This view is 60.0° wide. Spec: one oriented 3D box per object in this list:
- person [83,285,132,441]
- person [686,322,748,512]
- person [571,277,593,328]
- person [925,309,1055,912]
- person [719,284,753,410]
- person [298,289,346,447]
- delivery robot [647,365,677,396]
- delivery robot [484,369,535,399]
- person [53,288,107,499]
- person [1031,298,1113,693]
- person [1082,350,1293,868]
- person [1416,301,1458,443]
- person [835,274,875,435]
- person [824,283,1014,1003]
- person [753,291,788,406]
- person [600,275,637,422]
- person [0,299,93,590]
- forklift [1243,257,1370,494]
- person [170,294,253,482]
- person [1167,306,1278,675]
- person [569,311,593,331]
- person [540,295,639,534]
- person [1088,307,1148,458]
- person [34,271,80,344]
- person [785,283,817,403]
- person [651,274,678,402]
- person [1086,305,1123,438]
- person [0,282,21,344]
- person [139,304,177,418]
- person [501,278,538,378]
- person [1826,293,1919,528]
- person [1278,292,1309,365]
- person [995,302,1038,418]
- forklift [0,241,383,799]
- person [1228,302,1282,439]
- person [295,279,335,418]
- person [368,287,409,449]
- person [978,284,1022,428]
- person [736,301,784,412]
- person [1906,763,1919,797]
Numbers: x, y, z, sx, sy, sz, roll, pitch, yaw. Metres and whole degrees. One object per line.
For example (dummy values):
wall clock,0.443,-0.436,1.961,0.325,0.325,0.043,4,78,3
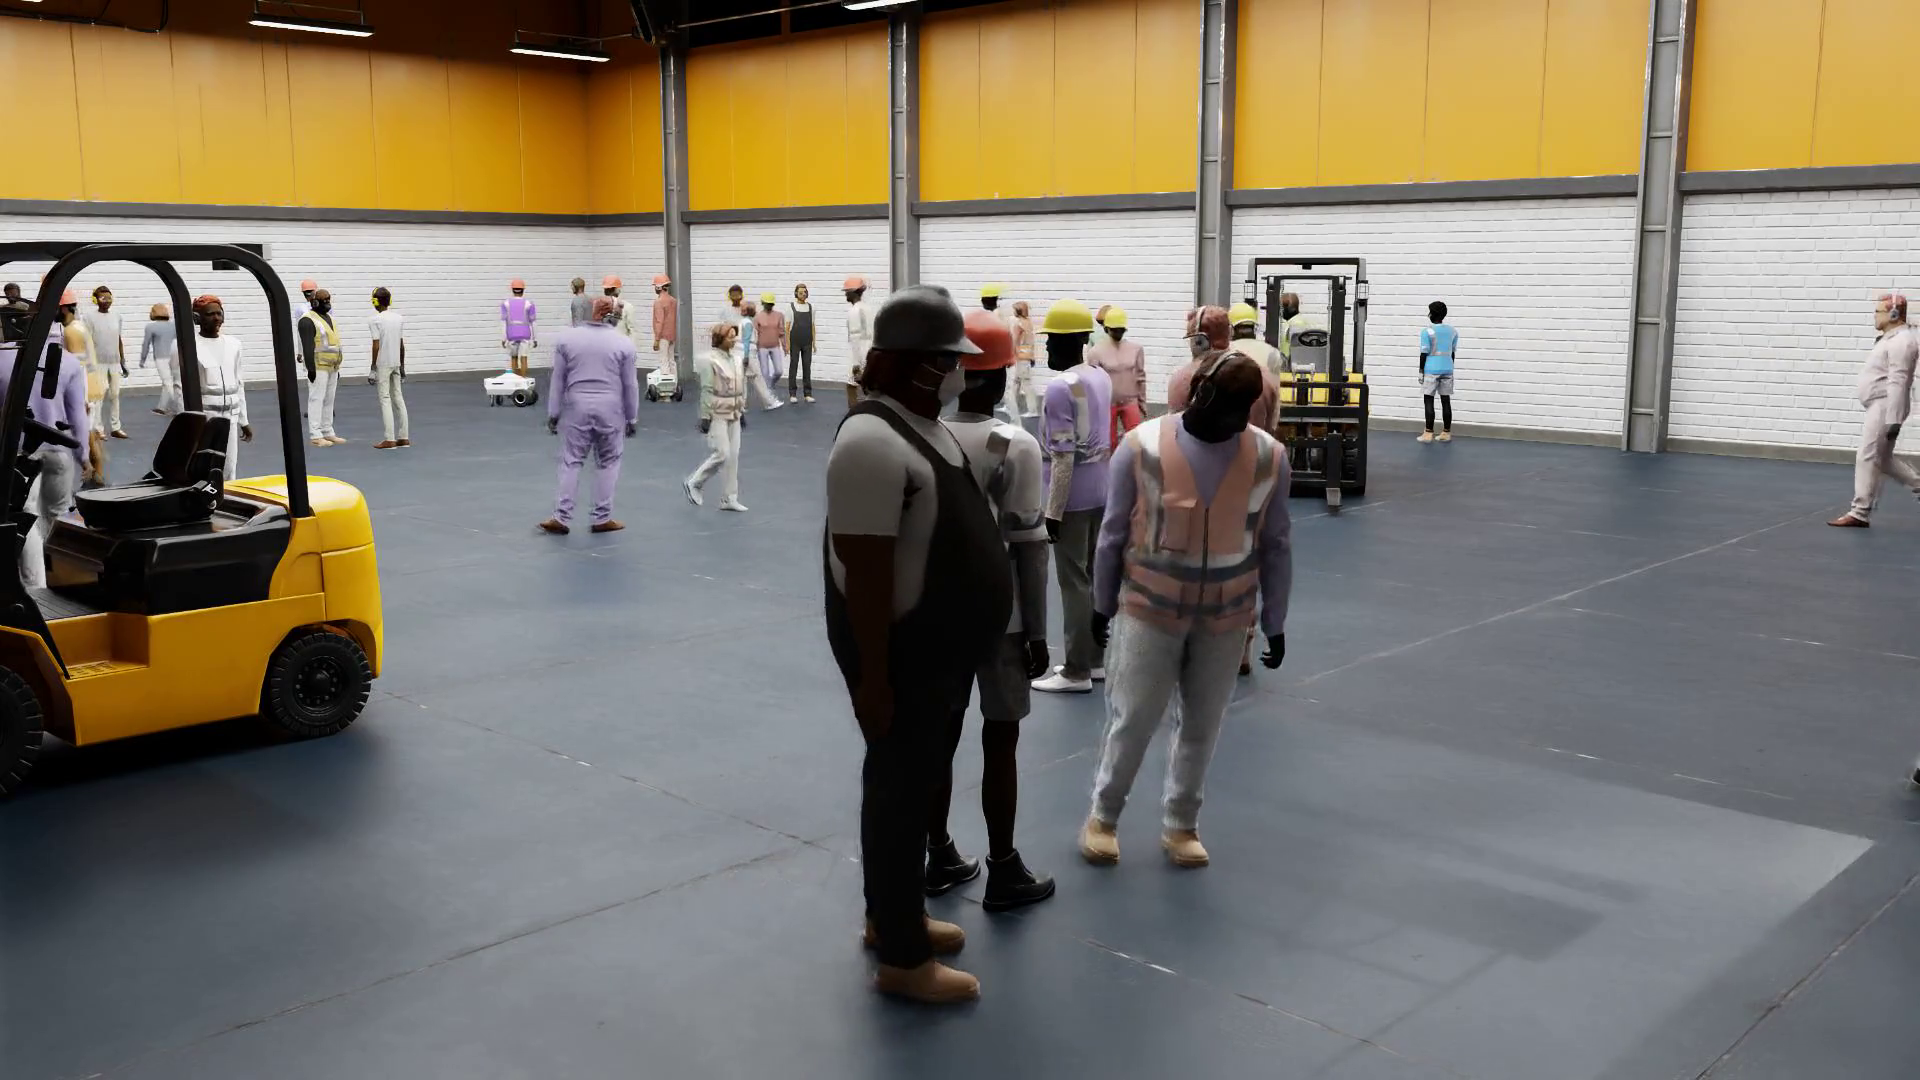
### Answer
person,-10.344,-2.143,20.183,0.332,1.870,0.514,5,11,30
person,-2.057,-1.045,14.179,0.437,1.628,0.519,5,10,27
person,-6.266,-3.389,27.604,0.353,1.938,0.636,1,9,7
person,0.064,0.232,5.395,0.545,1.942,0.351,7,11,35
person,-3.289,-2.838,24.500,0.550,1.852,0.501,-1,9,-6
person,-7.452,-2.015,19.477,0.429,1.841,0.634,1,9,7
delivery robot,-4.684,-2.507,26.141,0.477,0.478,0.707,-4,10,-22
delivery robot,-6.803,-2.338,25.107,0.707,0.478,0.477,0,9,2
person,-7.922,-1.309,14.904,0.451,1.916,0.554,-4,10,-23
person,0.544,-0.209,8.141,0.382,1.928,0.587,5,10,27
person,0.799,0.254,5.689,0.659,1.804,0.446,0,9,-3
person,5.699,-2.001,19.864,0.537,1.694,0.321,-4,10,-22
person,-1.111,-2.261,20.482,0.846,2.015,0.620,3,10,19
person,-0.111,0.276,4.818,0.535,2.000,0.688,2,9,11
person,-2.868,-2.879,25.043,0.566,1.735,0.398,-4,10,-22
person,-4.668,-2.579,22.464,0.622,1.992,0.395,4,10,23
person,-5.638,-0.507,10.131,0.684,1.899,0.762,-9,13,-43
forklift,3.309,-1.629,16.029,1.214,2.155,2.313,2,9,11
person,-5.565,-0.882,12.404,0.353,1.883,0.573,6,11,31
person,1.323,-0.254,8.552,0.675,1.880,0.558,-3,10,-16
person,-6.410,-3.362,28.370,0.513,1.614,0.544,-2,9,-11
person,-2.910,-0.978,13.062,0.791,1.863,0.479,0,9,3
person,1.392,-1.164,14.576,0.563,1.730,0.448,-1,9,-9
person,-11.276,-2.332,20.803,0.392,2.041,0.615,8,12,39
person,-2.454,-3.034,25.713,0.508,1.847,0.345,-4,10,-26
person,-4.631,-3.155,25.995,0.385,1.993,0.624,3,10,15
person,1.773,-2.050,20.329,0.507,1.631,0.270,8,12,39
person,-12.114,-2.355,21.380,0.595,1.902,0.566,-6,11,-33
person,-11.137,-2.507,23.276,0.853,1.583,0.506,5,10,26
person,-7.343,-3.402,27.777,0.568,1.905,0.811,-1,9,-8
person,7.413,-1.014,13.203,0.747,1.882,0.654,4,10,25
person,3.515,-1.740,17.875,0.510,1.824,0.644,2,9,12
person,0.767,-2.510,23.194,0.780,1.602,0.545,4,10,24
forklift,-3.706,-0.171,7.093,1.214,2.155,2.313,9,13,43
person,2.145,-0.913,12.774,0.600,1.816,0.421,-3,10,-15
person,-8.996,-2.663,23.170,0.376,1.934,0.546,8,12,39
person,-6.604,-1.975,19.161,0.312,1.864,0.532,5,10,26
person,0.349,-2.299,21.094,0.970,1.873,0.615,0,9,2
person,-2.973,-2.638,24.020,0.834,1.593,0.529,-4,10,-21
person,4.047,0.177,6.189,0.703,1.818,0.608,9,13,44
